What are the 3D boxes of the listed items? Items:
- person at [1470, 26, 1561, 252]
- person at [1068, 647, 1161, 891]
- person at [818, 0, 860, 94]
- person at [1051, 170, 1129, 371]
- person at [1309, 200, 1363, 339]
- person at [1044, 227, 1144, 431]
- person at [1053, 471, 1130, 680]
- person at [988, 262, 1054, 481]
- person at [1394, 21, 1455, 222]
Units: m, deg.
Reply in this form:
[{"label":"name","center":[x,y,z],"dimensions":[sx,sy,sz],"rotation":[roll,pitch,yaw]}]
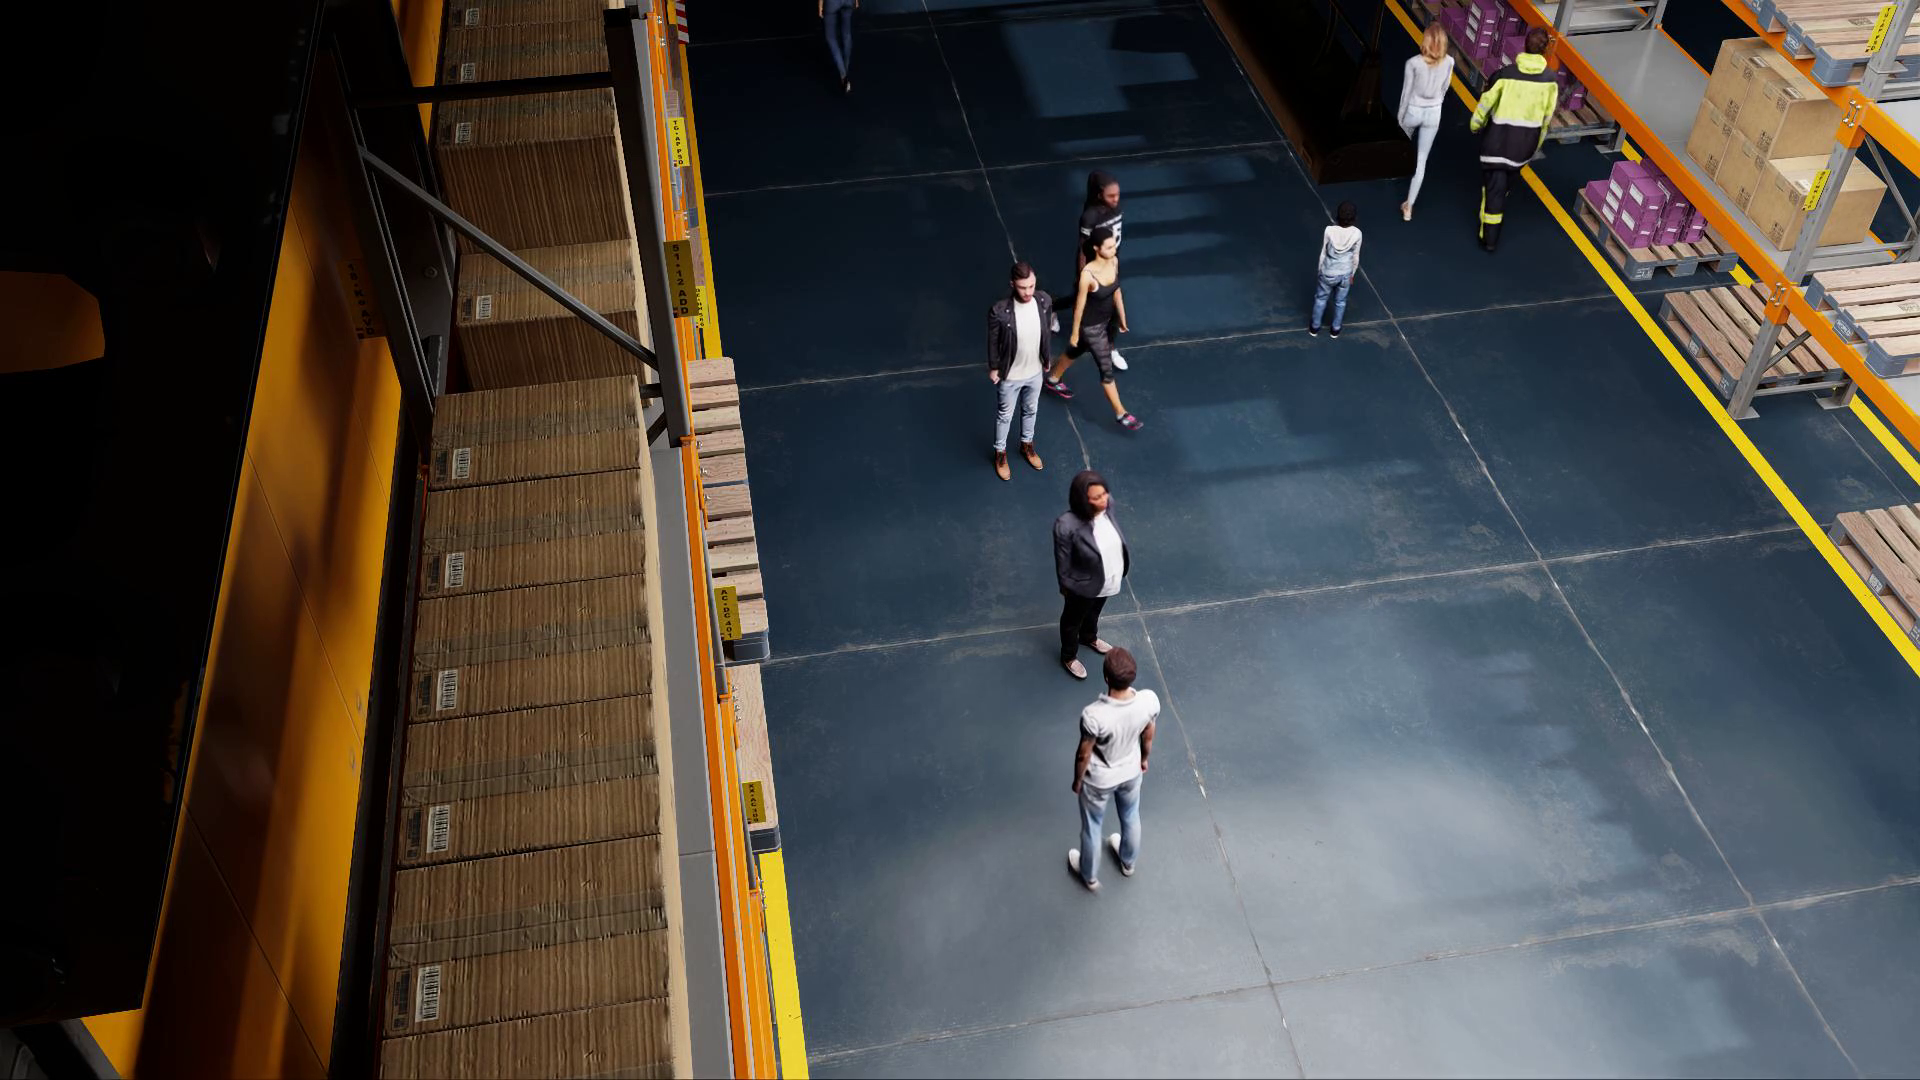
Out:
[{"label":"person","center":[4.764,-3.432,14.416],"dimensions":[0.960,1.934,1.259],"rotation":[1,44,1]},{"label":"person","center":[0.869,1.326,9.483],"dimensions":[0.685,1.850,0.626],"rotation":[-19,47,-18]},{"label":"person","center":[-1.186,-5.289,16.472],"dimensions":[0.721,1.787,0.862],"rotation":[-19,47,-19]},{"label":"person","center":[1.025,-2.203,13.300],"dimensions":[1.034,1.693,1.234],"rotation":[-31,52,-29]},{"label":"person","center":[3.076,-2.217,13.631],"dimensions":[0.517,1.258,0.547],"rotation":[4,44,4]},{"label":"person","center":[0.950,-1.679,12.764],"dimensions":[1.195,1.675,1.095],"rotation":[28,50,26]},{"label":"person","center":[0.837,0.205,10.847],"dimensions":[0.851,1.591,0.804],"rotation":[33,52,30]},{"label":"person","center":[0.440,-1.270,12.218],"dimensions":[0.704,1.836,0.617],"rotation":[-17,46,-17]},{"label":"person","center":[4.119,-3.694,14.827],"dimensions":[0.781,1.748,1.195],"rotation":[3,44,3]}]
